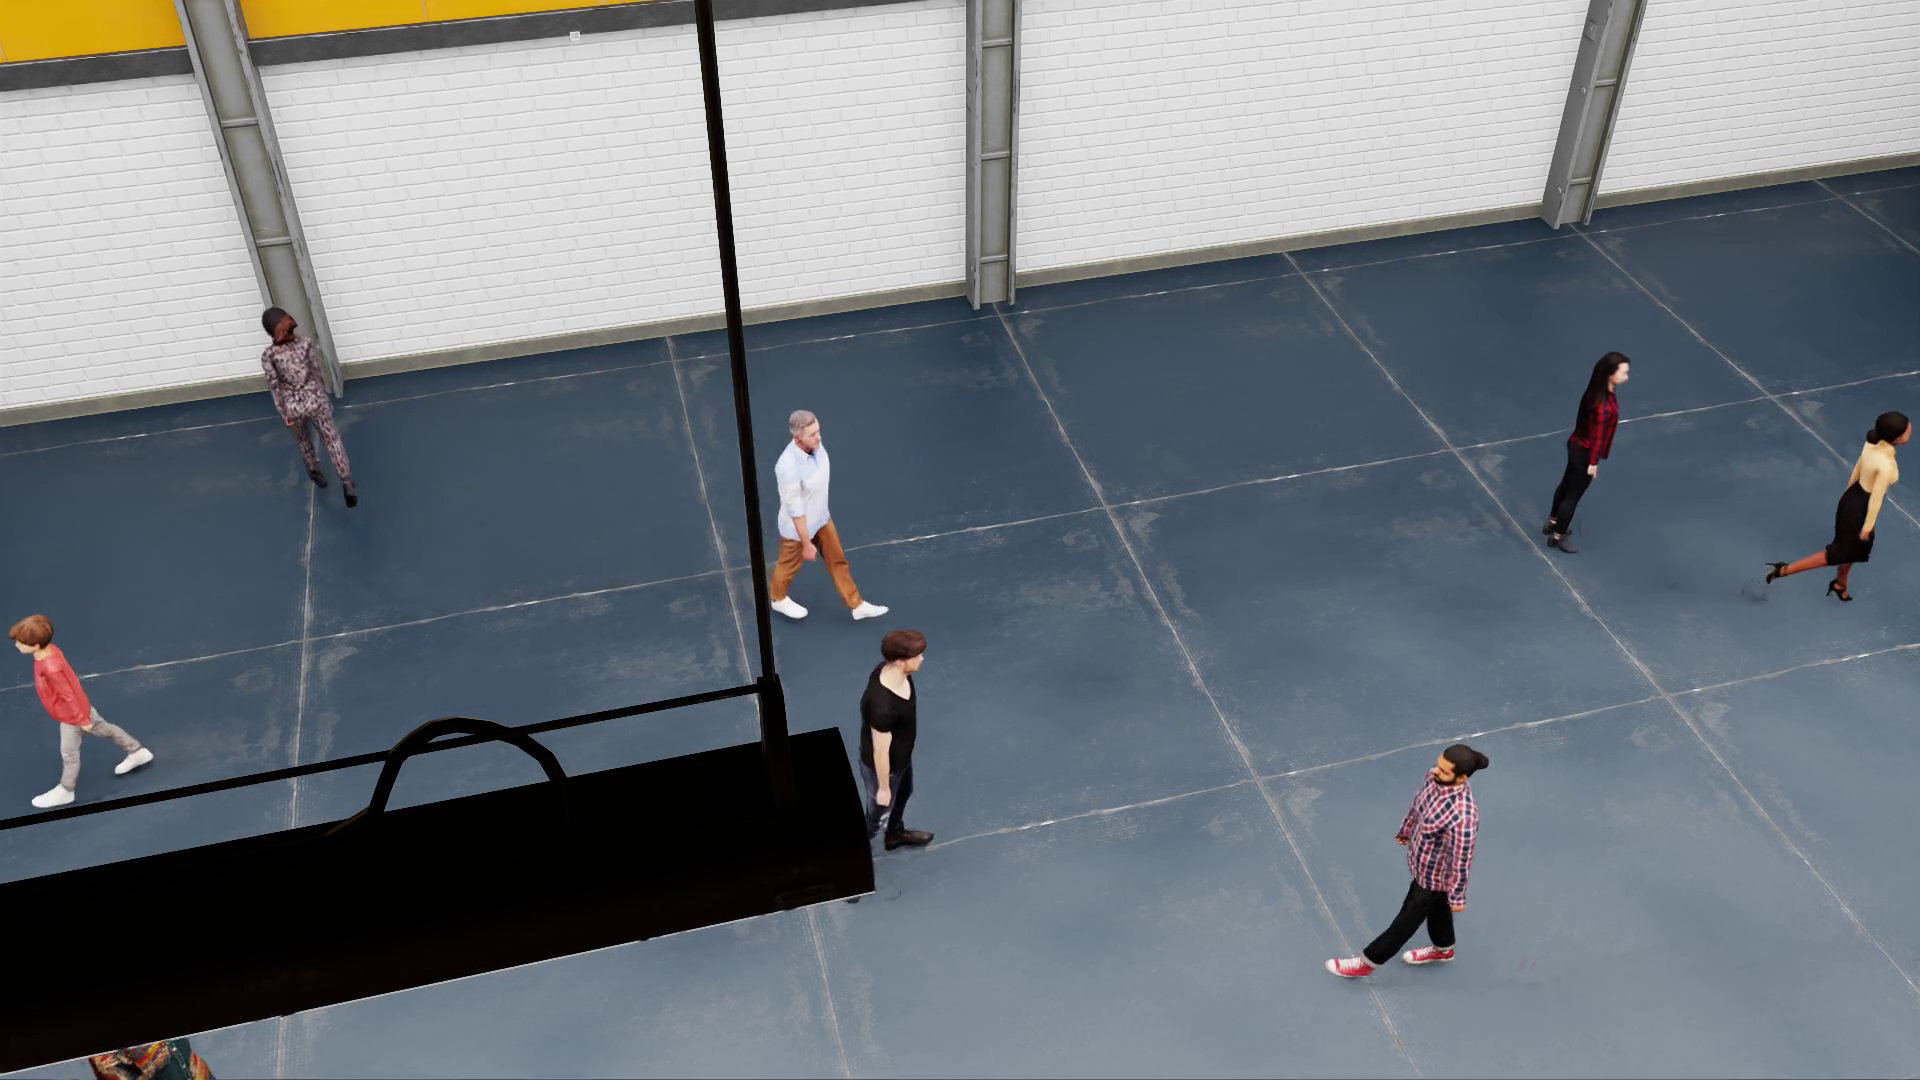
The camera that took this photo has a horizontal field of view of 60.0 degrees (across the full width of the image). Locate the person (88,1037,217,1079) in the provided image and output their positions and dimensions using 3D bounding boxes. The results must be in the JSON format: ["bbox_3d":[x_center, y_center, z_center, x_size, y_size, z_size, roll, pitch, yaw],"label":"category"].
[{"bbox_3d":[-3.909,2.630,7.986,1.275,1.759,1.032,7,39,9],"label":"person"}]

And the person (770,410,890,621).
[{"bbox_3d":[-1.148,-0.149,11.445,1.221,1.785,1.102,14,41,17],"label":"person"}]

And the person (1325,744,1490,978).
[{"bbox_3d":[2.660,1.770,9.079,1.105,1.739,0.885,-1,39,-1],"label":"person"}]

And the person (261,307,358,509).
[{"bbox_3d":[-4.908,-0.983,12.563,1.066,1.692,0.868,-24,45,-27],"label":"person"}]

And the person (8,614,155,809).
[{"bbox_3d":[-5.442,1.012,10.316,1.015,1.380,0.734,-22,43,-25],"label":"person"}]

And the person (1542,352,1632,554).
[{"bbox_3d":[4.571,-0.652,12.181,0.653,1.653,0.658,6,39,8],"label":"person"}]

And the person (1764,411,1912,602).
[{"bbox_3d":[6.181,-0.189,11.618,1.020,1.633,0.819,5,39,7],"label":"person"}]

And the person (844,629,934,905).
[{"bbox_3d":[-0.482,1.270,9.593,1.023,1.878,0.977,11,40,13],"label":"person"}]
